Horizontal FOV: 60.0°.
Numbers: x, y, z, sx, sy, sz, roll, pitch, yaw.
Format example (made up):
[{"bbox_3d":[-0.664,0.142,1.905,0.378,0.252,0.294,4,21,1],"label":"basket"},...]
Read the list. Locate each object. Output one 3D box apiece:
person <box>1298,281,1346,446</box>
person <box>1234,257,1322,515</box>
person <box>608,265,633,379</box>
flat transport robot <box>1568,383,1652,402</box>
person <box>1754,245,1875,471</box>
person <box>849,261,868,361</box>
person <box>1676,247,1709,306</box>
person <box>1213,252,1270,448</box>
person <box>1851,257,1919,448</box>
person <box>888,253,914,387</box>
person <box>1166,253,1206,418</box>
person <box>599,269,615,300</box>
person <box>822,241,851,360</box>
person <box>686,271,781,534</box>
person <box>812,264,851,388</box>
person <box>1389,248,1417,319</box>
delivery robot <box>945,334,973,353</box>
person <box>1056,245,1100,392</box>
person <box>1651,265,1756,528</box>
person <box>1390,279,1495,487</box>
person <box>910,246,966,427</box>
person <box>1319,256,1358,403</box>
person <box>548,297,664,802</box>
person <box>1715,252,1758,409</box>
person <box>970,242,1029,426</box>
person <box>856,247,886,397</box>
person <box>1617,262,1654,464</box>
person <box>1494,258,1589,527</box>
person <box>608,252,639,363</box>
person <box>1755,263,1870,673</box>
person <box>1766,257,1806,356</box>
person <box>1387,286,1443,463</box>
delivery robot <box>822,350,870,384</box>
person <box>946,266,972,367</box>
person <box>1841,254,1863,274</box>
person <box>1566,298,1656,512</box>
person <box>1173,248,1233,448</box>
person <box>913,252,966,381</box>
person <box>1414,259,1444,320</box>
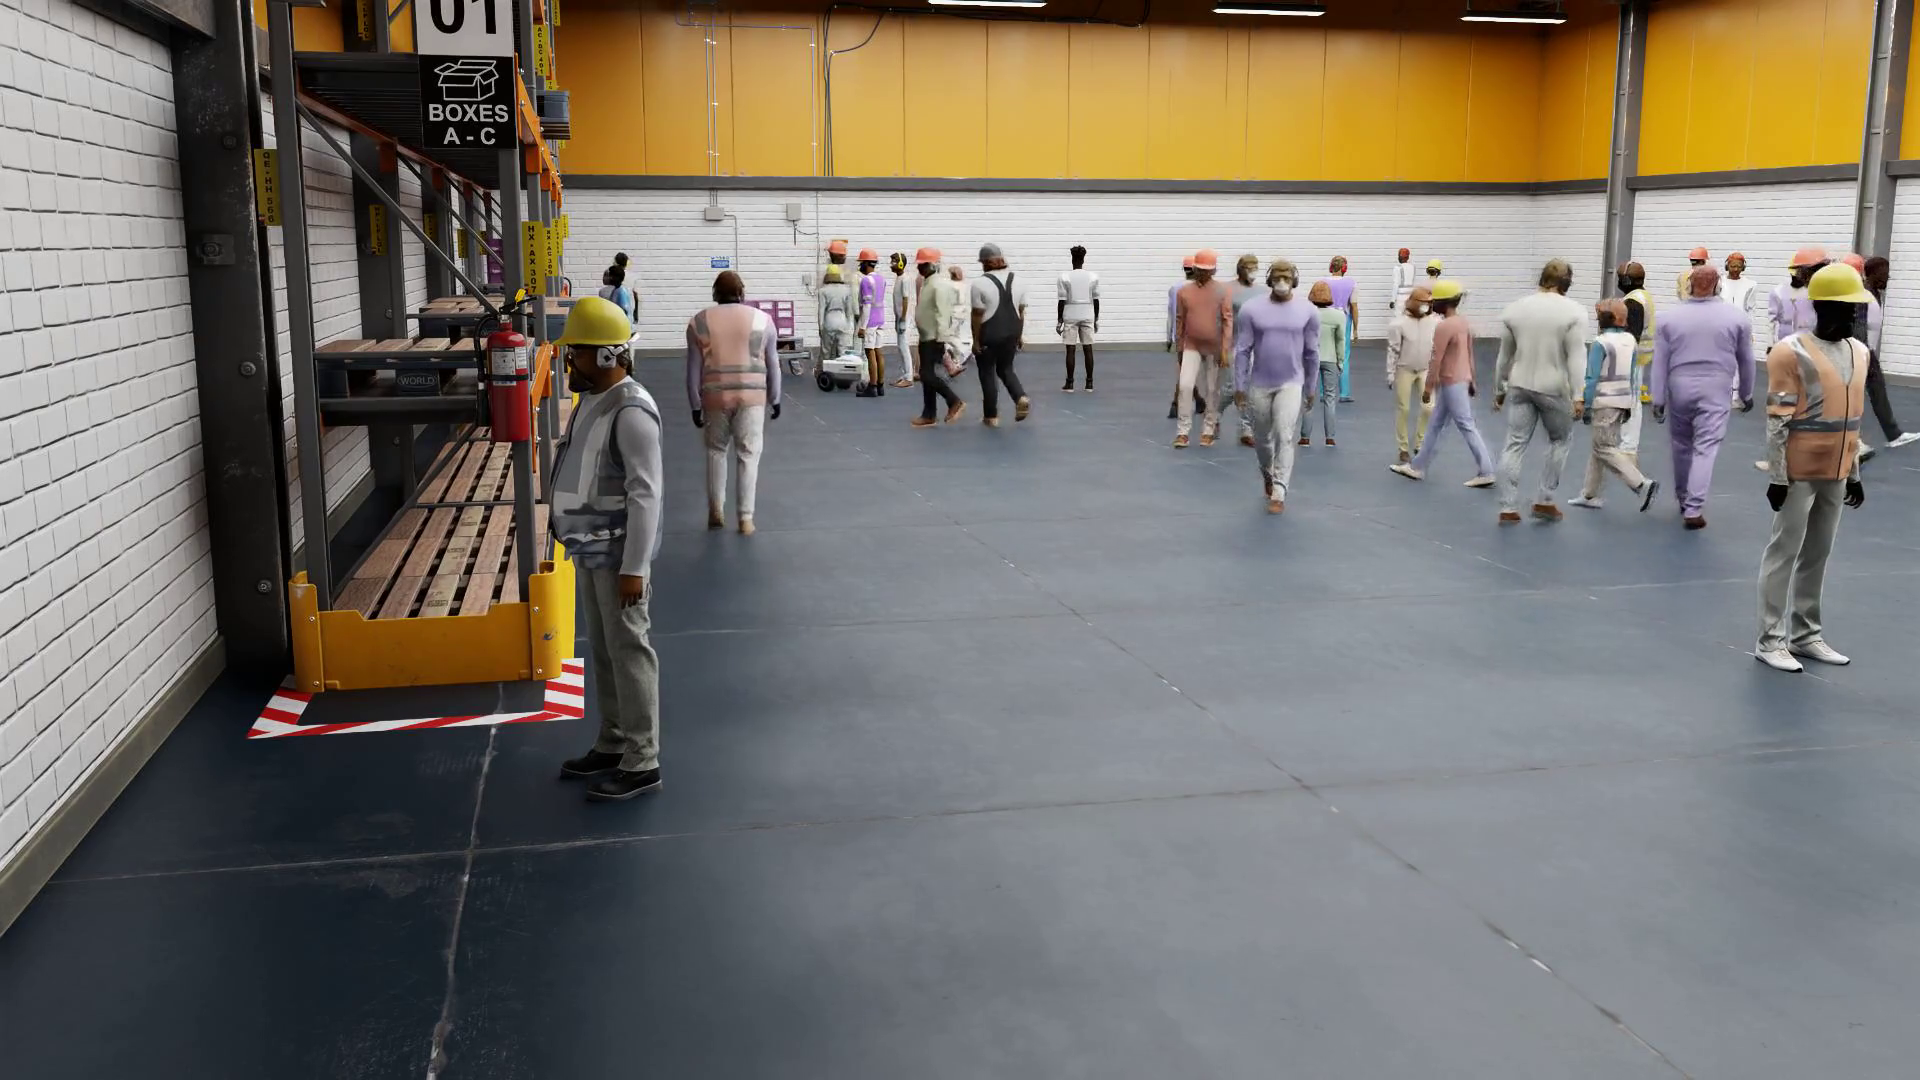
[{"bbox_3d":[3.550,-1.736,16.446,0.502,1.636,0.280,1,10,5],"label":"person"},{"bbox_3d":[2.417,-1.186,12.651,0.635,1.917,0.892,3,11,17],"label":"person"},{"bbox_3d":[-4.635,-2.889,22.668,0.317,1.696,0.540,-5,11,-24],"label":"person"},{"bbox_3d":[7.928,-1.858,20.903,1.431,0.197,0.652,-2,10,-12],"label":"flat transport robot"},{"bbox_3d":[7.454,-1.537,14.362,0.638,2.007,0.902,-8,13,-37],"label":"person"},{"bbox_3d":[-1.521,-3.642,26.480,0.404,1.827,0.589,5,11,25],"label":"person"},{"bbox_3d":[10.472,-3.202,23.731,0.362,1.939,0.543,-4,11,-23],"label":"person"},{"bbox_3d":[2.766,-1.877,16.452,0.638,1.922,0.551,-6,12,-29],"label":"person"},{"bbox_3d":[8.930,-1.828,16.317,0.987,1.860,0.631,9,14,42],"label":"person"},{"bbox_3d":[-0.822,-3.048,23.105,0.330,1.865,0.515,-2,10,-11],"label":"person"},{"bbox_3d":[2.707,-2.369,19.276,0.966,1.881,0.560,-9,13,-40],"label":"person"},{"bbox_3d":[-5.147,-3.211,24.677,0.501,1.623,0.337,-9,14,-42],"label":"person"},{"bbox_3d":[-1.739,-3.290,23.974,0.640,2.018,0.649,-3,11,-18],"label":"person"},{"bbox_3d":[-1.582,-0.971,11.723,0.649,1.818,0.744,-1,10,-4],"label":"person"},{"bbox_3d":[-1.776,-2.968,23.094,0.502,1.692,0.932,-4,11,-20],"label":"person"},{"bbox_3d":[8.244,-4.488,31.011,0.585,1.882,0.341,-7,12,-33],"label":"person"},{"bbox_3d":[-0.077,-3.211,27.356,0.707,0.478,0.477,-3,11,-18],"label":"delivery robot"},{"bbox_3d":[1.583,-2.961,22.317,0.602,1.967,0.366,-2,10,-10],"label":"person"},{"bbox_3d":[5.362,-1.043,12.017,0.656,1.847,1.029,7,12,32],"label":"person"},{"bbox_3d":[4.069,-1.300,13.818,0.940,1.709,0.527,7,12,34],"label":"person"},{"bbox_3d":[-0.286,-2.208,18.130,0.495,1.980,0.616,-3,11,-16],"label":"person"},{"bbox_3d":[4.717,-2.640,20.894,0.563,1.838,0.388,5,12,28],"label":"person"},{"bbox_3d":[-1.295,0.033,6.100,0.404,1.831,0.600,-6,12,-29],"label":"person"},{"bbox_3d":[9.313,-2.528,20.147,0.575,1.885,0.355,3,11,14],"label":"person"},{"bbox_3d":[0.389,-2.244,18.138,0.700,2.000,0.653,-6,12,-31],"label":"person"},{"bbox_3d":[-1.175,-2.821,21.619,0.361,1.939,0.542,4,11,22],"label":"person"},{"bbox_3d":[6.107,-1.619,15.233,0.429,1.839,0.633,5,12,28],"label":"person"},{"bbox_3d":[4.159,-1.045,11.881,0.758,1.895,0.748,-10,14,-43],"label":"person"},{"bbox_3d":[-5.242,-3.510,25.701,0.545,1.842,0.778,-6,12,-29],"label":"person"},{"bbox_3d":[4.078,-0.342,7.914,0.585,1.927,0.366,-4,11,-23],"label":"person"},{"bbox_3d":[9.151,-2.174,18.230,0.604,1.858,0.925,8,13,39],"label":"person"},{"bbox_3d":[4.148,-1.492,15.129,0.532,1.611,0.545,0,10,-2],"label":"person"},{"bbox_3d":[-1.492,-2.313,22.381,0.707,0.478,0.477,6,12,29],"label":"delivery robot"},{"bbox_3d":[-0.032,-3.544,26.486,0.423,1.622,0.531,5,11,26],"label":"person"},{"bbox_3d":[9.755,-2.189,18.273,0.693,1.877,0.570,-5,12,-28],"label":"person"},{"bbox_3d":[4.908,-0.998,12.441,0.515,1.613,0.709,-8,13,-37],"label":"person"},{"bbox_3d":[2.360,-1.861,16.273,0.605,1.953,0.807,4,11,20],"label":"person"},{"bbox_3d":[-0.292,-3.239,24.128,0.949,1.860,0.674,-4,11,-23],"label":"person"},{"bbox_3d":[6.822,-3.175,24.062,0.533,1.767,0.312,5,11,24],"label":"person"}]
